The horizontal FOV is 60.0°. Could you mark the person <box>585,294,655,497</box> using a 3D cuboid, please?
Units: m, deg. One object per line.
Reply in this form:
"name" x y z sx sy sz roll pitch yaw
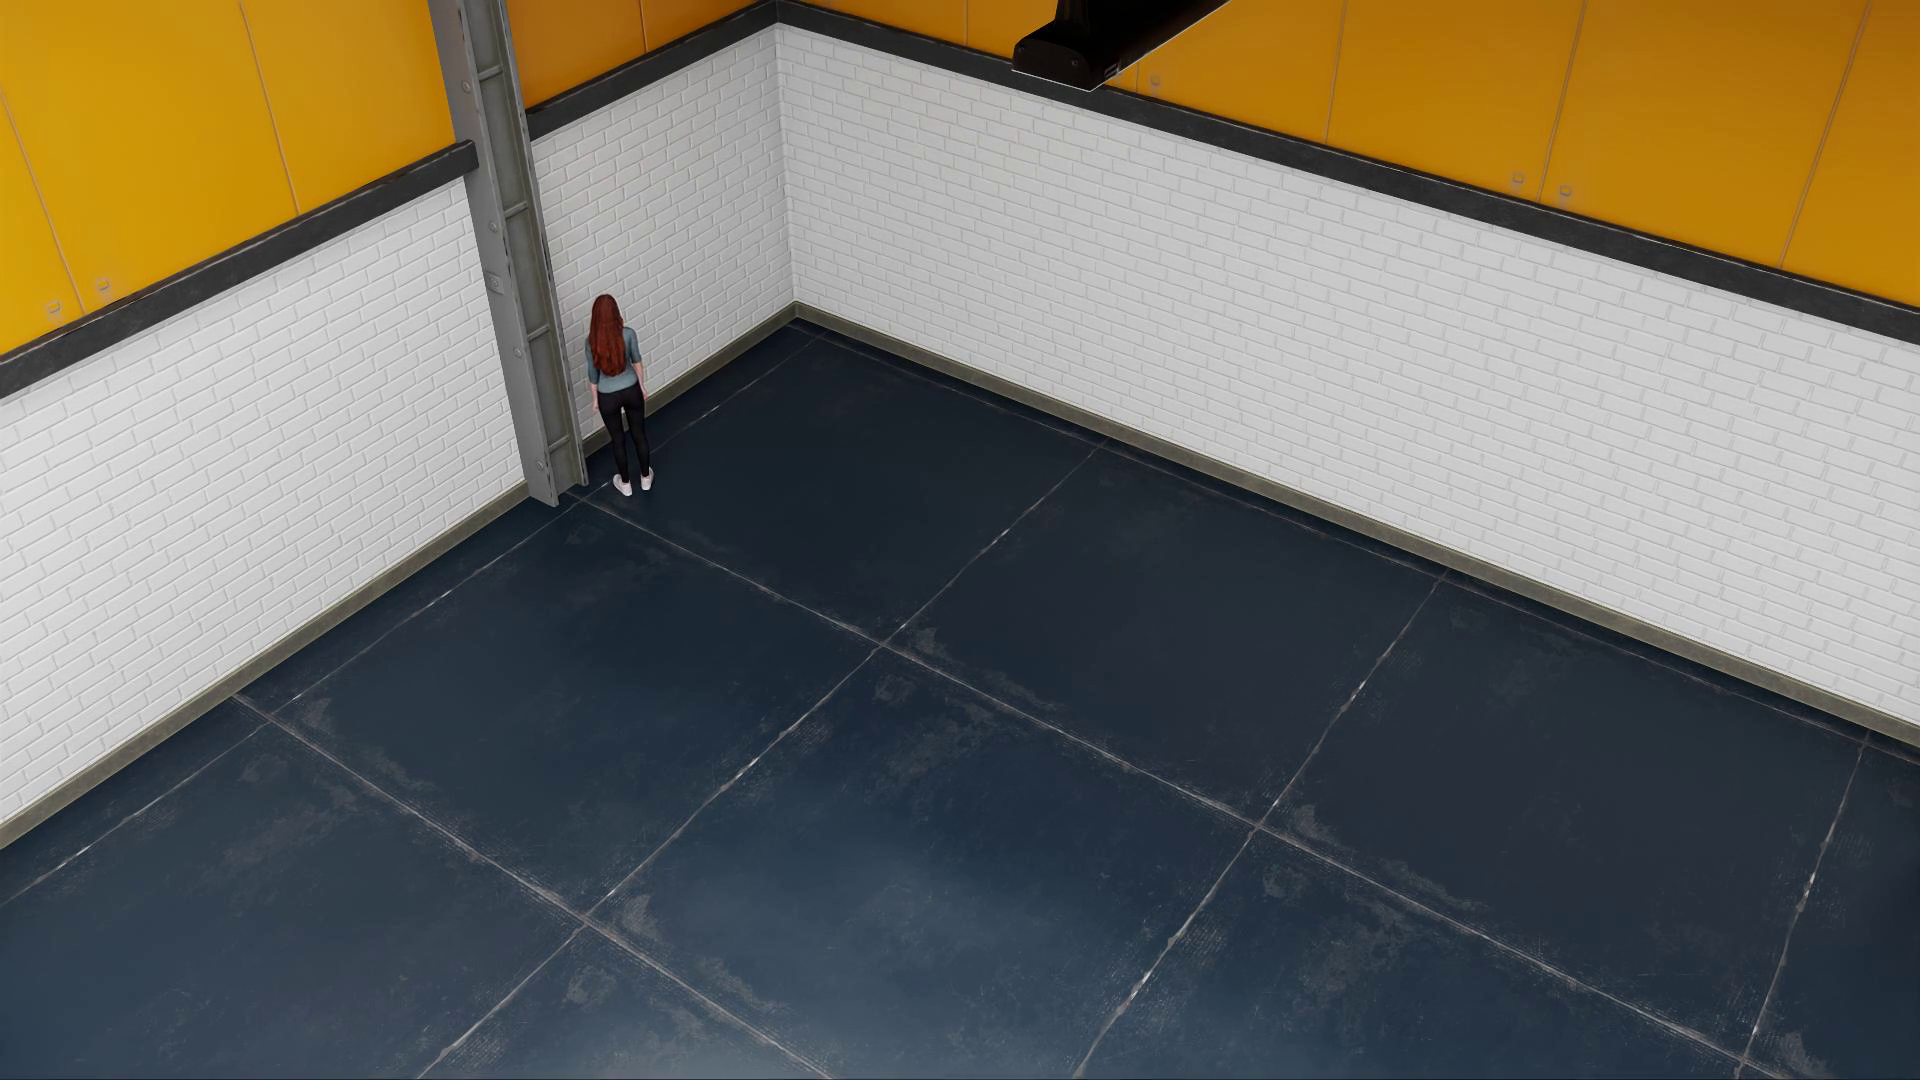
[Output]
"person" -2.640 -1.116 12.880 0.632 1.742 0.730 -14 41 -17
